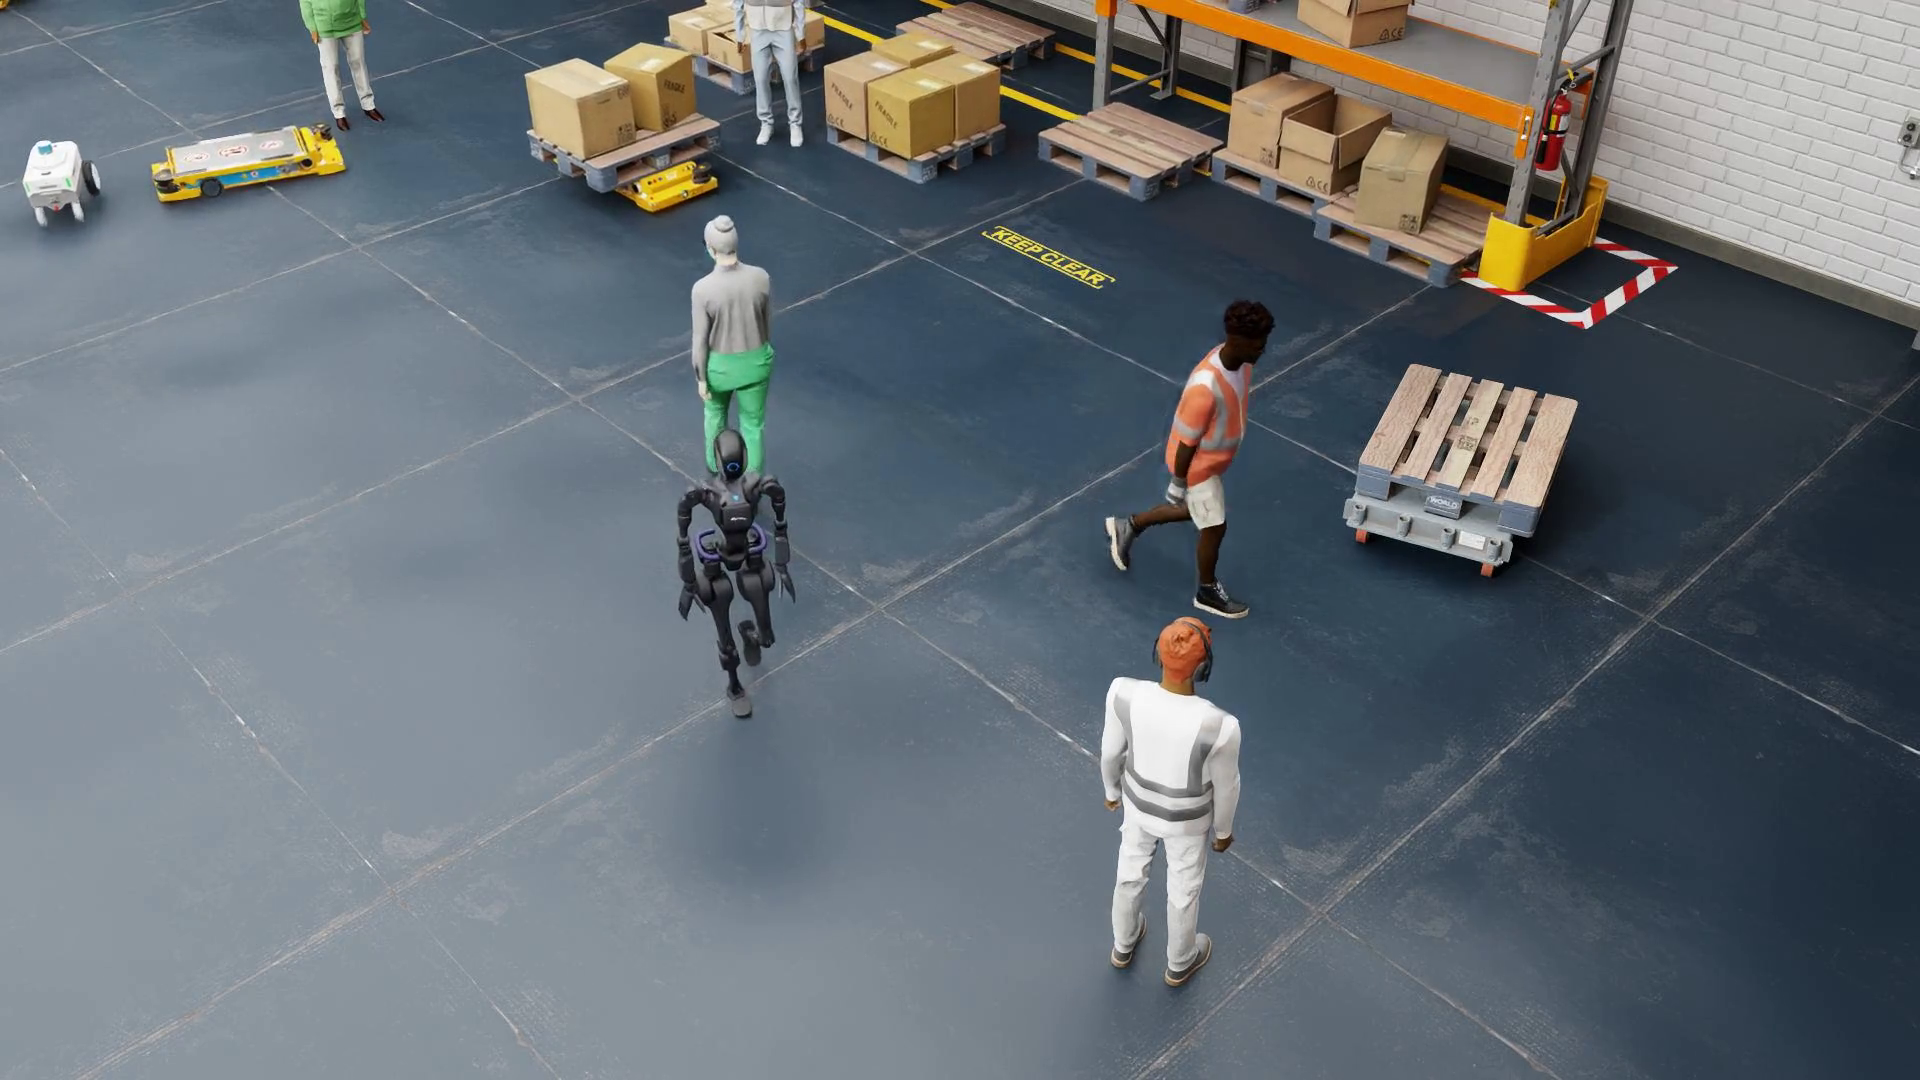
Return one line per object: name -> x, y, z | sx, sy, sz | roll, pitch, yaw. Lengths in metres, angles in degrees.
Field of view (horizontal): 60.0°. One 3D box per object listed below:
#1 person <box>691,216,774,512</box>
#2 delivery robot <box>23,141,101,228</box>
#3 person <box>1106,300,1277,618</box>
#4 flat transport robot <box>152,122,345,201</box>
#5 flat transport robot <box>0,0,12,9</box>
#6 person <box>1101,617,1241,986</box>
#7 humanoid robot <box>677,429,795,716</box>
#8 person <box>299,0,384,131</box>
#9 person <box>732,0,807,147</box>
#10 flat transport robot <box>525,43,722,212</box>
person -> -1.329, -1.082, 9.678 | 0.494, 1.813, 0.776 | -10, 38, -13
delivery robot -> -7.096, -2.839, 13.048 | 0.499, 0.587, 0.788 | -11, 39, -15
person -> 1.207, -0.474, 8.805 | 0.816, 1.916, 0.612 | 17, 40, 21
flat transport robot -> -5.846, -3.103, 13.641 | 1.431, 0.231, 0.659 | -16, 40, -20
flat transport robot -> -10.074, -5.780, 17.185 | 0.659, 0.231, 1.431 | -6, 38, -8
person -> 0.846, 1.082, 6.760 | 0.572, 1.887, 0.356 | 18, 40, 22
humanoid robot -> -1.143, 0.107, 8.222 | 0.583, 1.638, 0.499 | -13, 39, -16
person -> -5.281, -4.390, 14.090 | 0.535, 1.784, 0.383 | -26, 44, -30
person -> -1.565, -4.213, 13.754 | 0.600, 1.907, 0.398 | 2, 37, 2
flat transport robot -> -2.694, -3.071, 13.598 | 1.431, 0.231, 0.659 | 31, 47, 34
